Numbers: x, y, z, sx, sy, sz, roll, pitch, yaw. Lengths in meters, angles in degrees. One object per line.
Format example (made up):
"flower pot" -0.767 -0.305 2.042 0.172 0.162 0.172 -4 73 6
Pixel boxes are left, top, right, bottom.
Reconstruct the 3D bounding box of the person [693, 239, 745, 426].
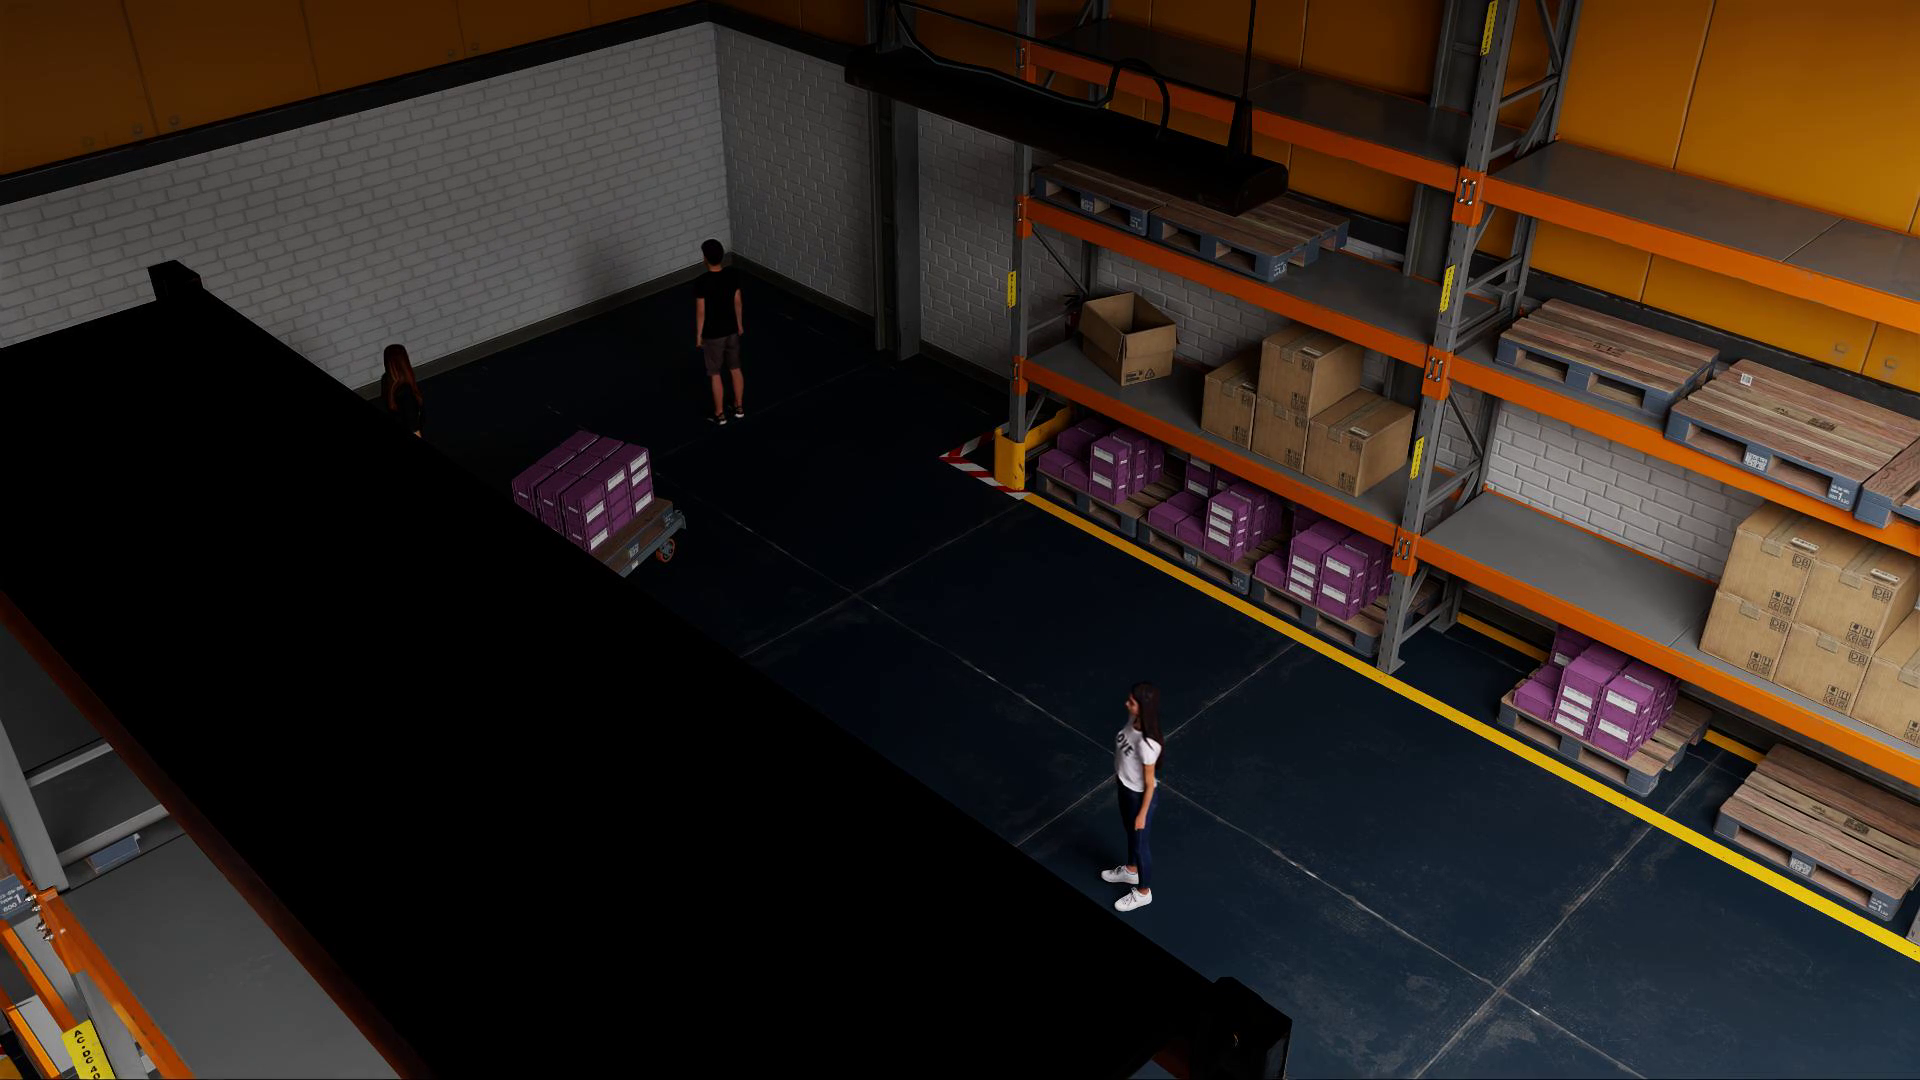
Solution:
"person" -2.298 -1.999 15.925 0.691 1.861 0.603 -24 40 -31

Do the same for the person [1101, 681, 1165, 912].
"person" 1.133 1.615 10.565 0.729 1.774 0.634 -5 34 -8

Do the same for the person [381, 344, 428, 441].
"person" -4.804 -0.904 14.415 0.675 1.709 0.506 -24 40 -31
